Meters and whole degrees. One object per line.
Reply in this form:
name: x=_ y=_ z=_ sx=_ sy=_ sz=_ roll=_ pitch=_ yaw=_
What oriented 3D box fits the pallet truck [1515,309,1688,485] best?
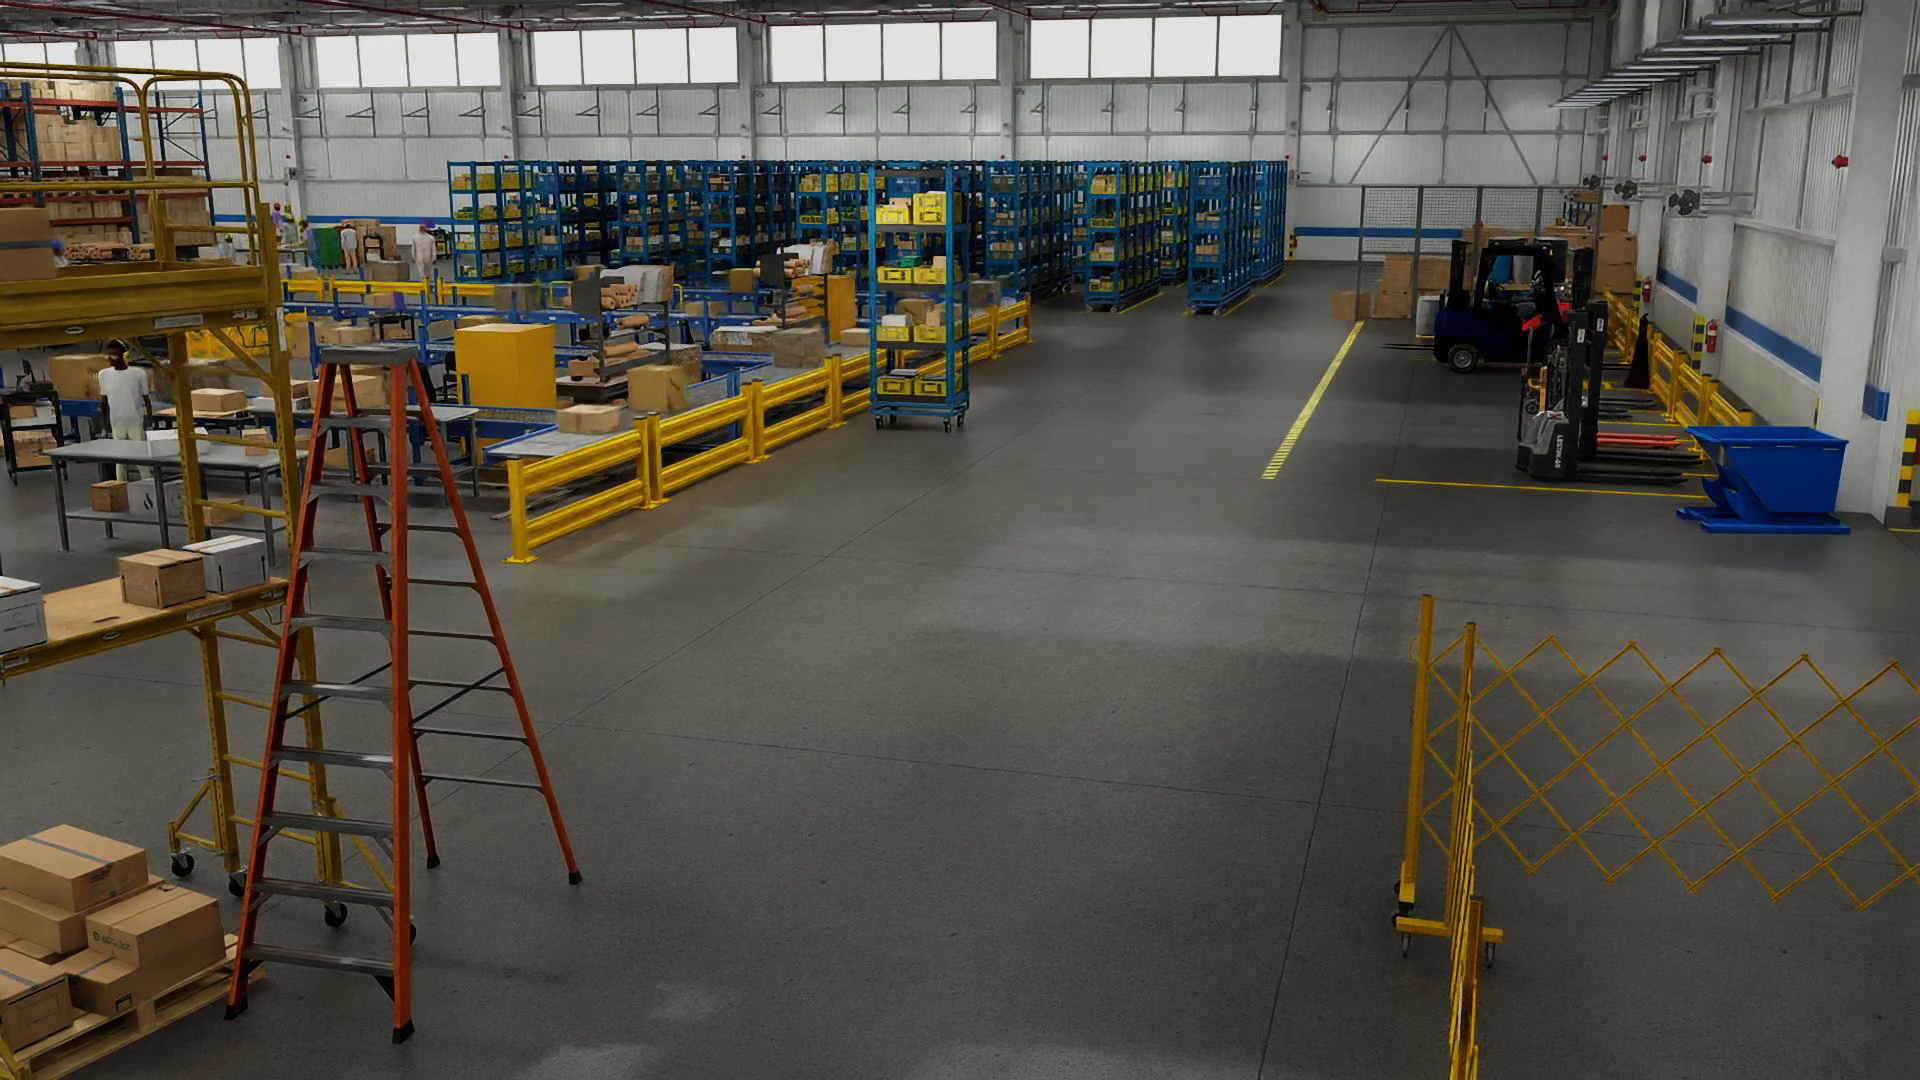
pallet truck: x=7.554 y=-1.677 z=19.446 sx=1.885 sy=1.965 sz=0.823 roll=3 pitch=13 yaw=14

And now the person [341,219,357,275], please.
person: x=-19.499 y=-9.338 z=53.068 sx=0.325 sy=1.752 sz=0.563 roll=8 pitch=15 yaw=32

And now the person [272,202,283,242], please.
person: x=-26.838 y=-12.310 z=65.502 sx=0.543 sy=1.938 sz=0.356 roll=13 pitch=18 yaw=43

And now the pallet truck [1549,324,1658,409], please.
pallet truck: x=9.824 y=-2.669 z=25.407 sx=1.601 sy=1.201 sz=0.680 roll=4 pitch=14 yaw=16

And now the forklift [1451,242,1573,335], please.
forklift: x=10.464 y=-4.597 z=31.405 sx=2.680 sy=1.987 sz=1.157 roll=4 pitch=14 yaw=16

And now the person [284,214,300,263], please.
person: x=-23.836 y=-10.764 z=59.318 sx=0.490 sy=1.702 sz=0.886 roll=-10 pitch=17 yaw=-38

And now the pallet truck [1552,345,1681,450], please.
pallet truck: x=8.641 y=-1.896 z=21.908 sx=1.630 sy=1.274 sz=0.653 roll=4 pitch=14 yaw=16

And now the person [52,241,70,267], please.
person: x=-20.036 y=-5.712 z=37.100 sx=0.998 sy=1.907 sz=0.610 roll=1 pitch=13 yaw=3

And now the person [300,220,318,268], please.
person: x=-20.136 y=-8.900 z=51.046 sx=0.950 sy=1.801 sz=0.570 roll=0 pitch=13 yaw=1

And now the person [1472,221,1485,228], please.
person: x=14.280 y=-7.839 z=46.062 sx=0.384 sy=1.996 sz=0.610 roll=6 pitch=14 yaw=25

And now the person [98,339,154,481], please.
person: x=-8.857 y=-1.204 z=17.694 sx=0.528 sy=1.864 sz=0.315 roll=-3 pitch=13 yaw=-11

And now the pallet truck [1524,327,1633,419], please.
pallet truck: x=9.065 y=-2.460 z=24.370 sx=1.522 sy=1.261 sz=0.704 roll=3 pitch=13 yaw=14

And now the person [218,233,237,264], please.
person: x=-19.432 y=-7.351 z=44.348 sx=0.541 sy=1.817 sz=0.618 roll=4 pitch=14 yaw=15

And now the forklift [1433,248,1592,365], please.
forklift: x=9.780 y=-4.111 z=29.280 sx=2.680 sy=1.987 sz=1.157 roll=3 pitch=13 yaw=14

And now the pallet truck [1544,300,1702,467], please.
pallet truck: x=8.263 y=-1.952 z=20.631 sx=1.885 sy=1.965 sz=0.823 roll=5 pitch=14 yaw=20

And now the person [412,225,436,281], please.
person: x=-15.037 y=-7.911 z=46.677 sx=0.636 sy=1.867 sz=0.985 roll=-6 pitch=14 yaw=-25
